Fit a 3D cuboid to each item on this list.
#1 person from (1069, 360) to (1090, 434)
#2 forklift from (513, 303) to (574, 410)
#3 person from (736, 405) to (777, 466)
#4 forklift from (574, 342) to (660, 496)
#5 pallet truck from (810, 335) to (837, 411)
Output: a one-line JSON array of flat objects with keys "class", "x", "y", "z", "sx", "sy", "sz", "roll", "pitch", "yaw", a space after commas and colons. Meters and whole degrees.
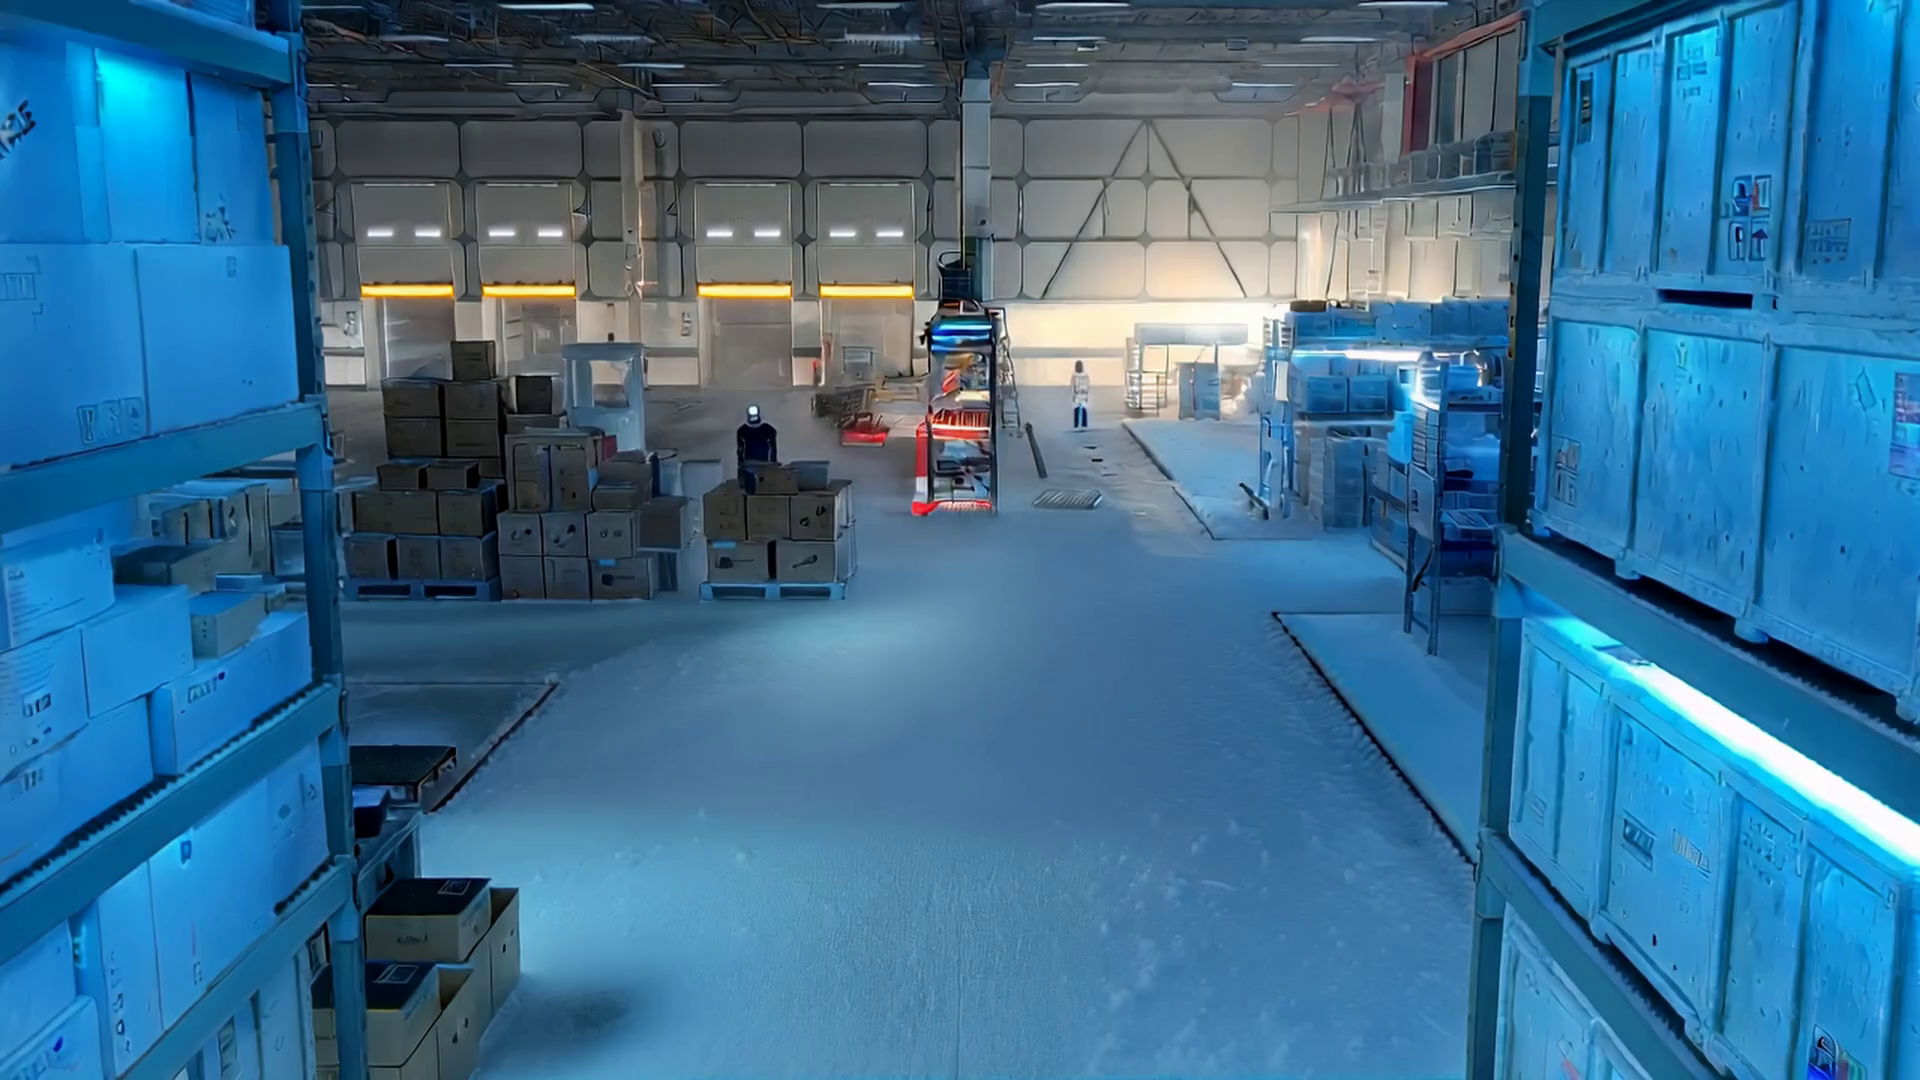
[{"class": "person", "x": 2.725, "y": -3.252, "z": 37.880, "sx": 0.318, "sy": 1.697, "sz": 0.535, "roll": -9, "pitch": 14, "yaw": -44}, {"class": "forklift", "x": -10.722, "y": -4.664, "z": 42.608, "sx": 1.129, "sy": 2.768, "sz": 1.873, "roll": 0, "pitch": 10, "yaw": 1}, {"class": "person", "x": -2.974, "y": -1.018, "z": 24.342, "sx": 0.629, "sy": 1.929, "sz": 0.363, "roll": 3, "pitch": 10, "yaw": 15}, {"class": "forklift", "x": -5.084, "y": -1.487, "z": 24.283, "sx": 1.129, "sy": 2.768, "sz": 1.873, "roll": 0, "pitch": 10, "yaw": 1}, {"class": "pallet truck", "x": -3.021, "y": -4.312, "z": 43.126, "sx": 1.885, "sy": 1.965, "sz": 0.823, "roll": 3, "pitch": 10, "yaw": 17}]
